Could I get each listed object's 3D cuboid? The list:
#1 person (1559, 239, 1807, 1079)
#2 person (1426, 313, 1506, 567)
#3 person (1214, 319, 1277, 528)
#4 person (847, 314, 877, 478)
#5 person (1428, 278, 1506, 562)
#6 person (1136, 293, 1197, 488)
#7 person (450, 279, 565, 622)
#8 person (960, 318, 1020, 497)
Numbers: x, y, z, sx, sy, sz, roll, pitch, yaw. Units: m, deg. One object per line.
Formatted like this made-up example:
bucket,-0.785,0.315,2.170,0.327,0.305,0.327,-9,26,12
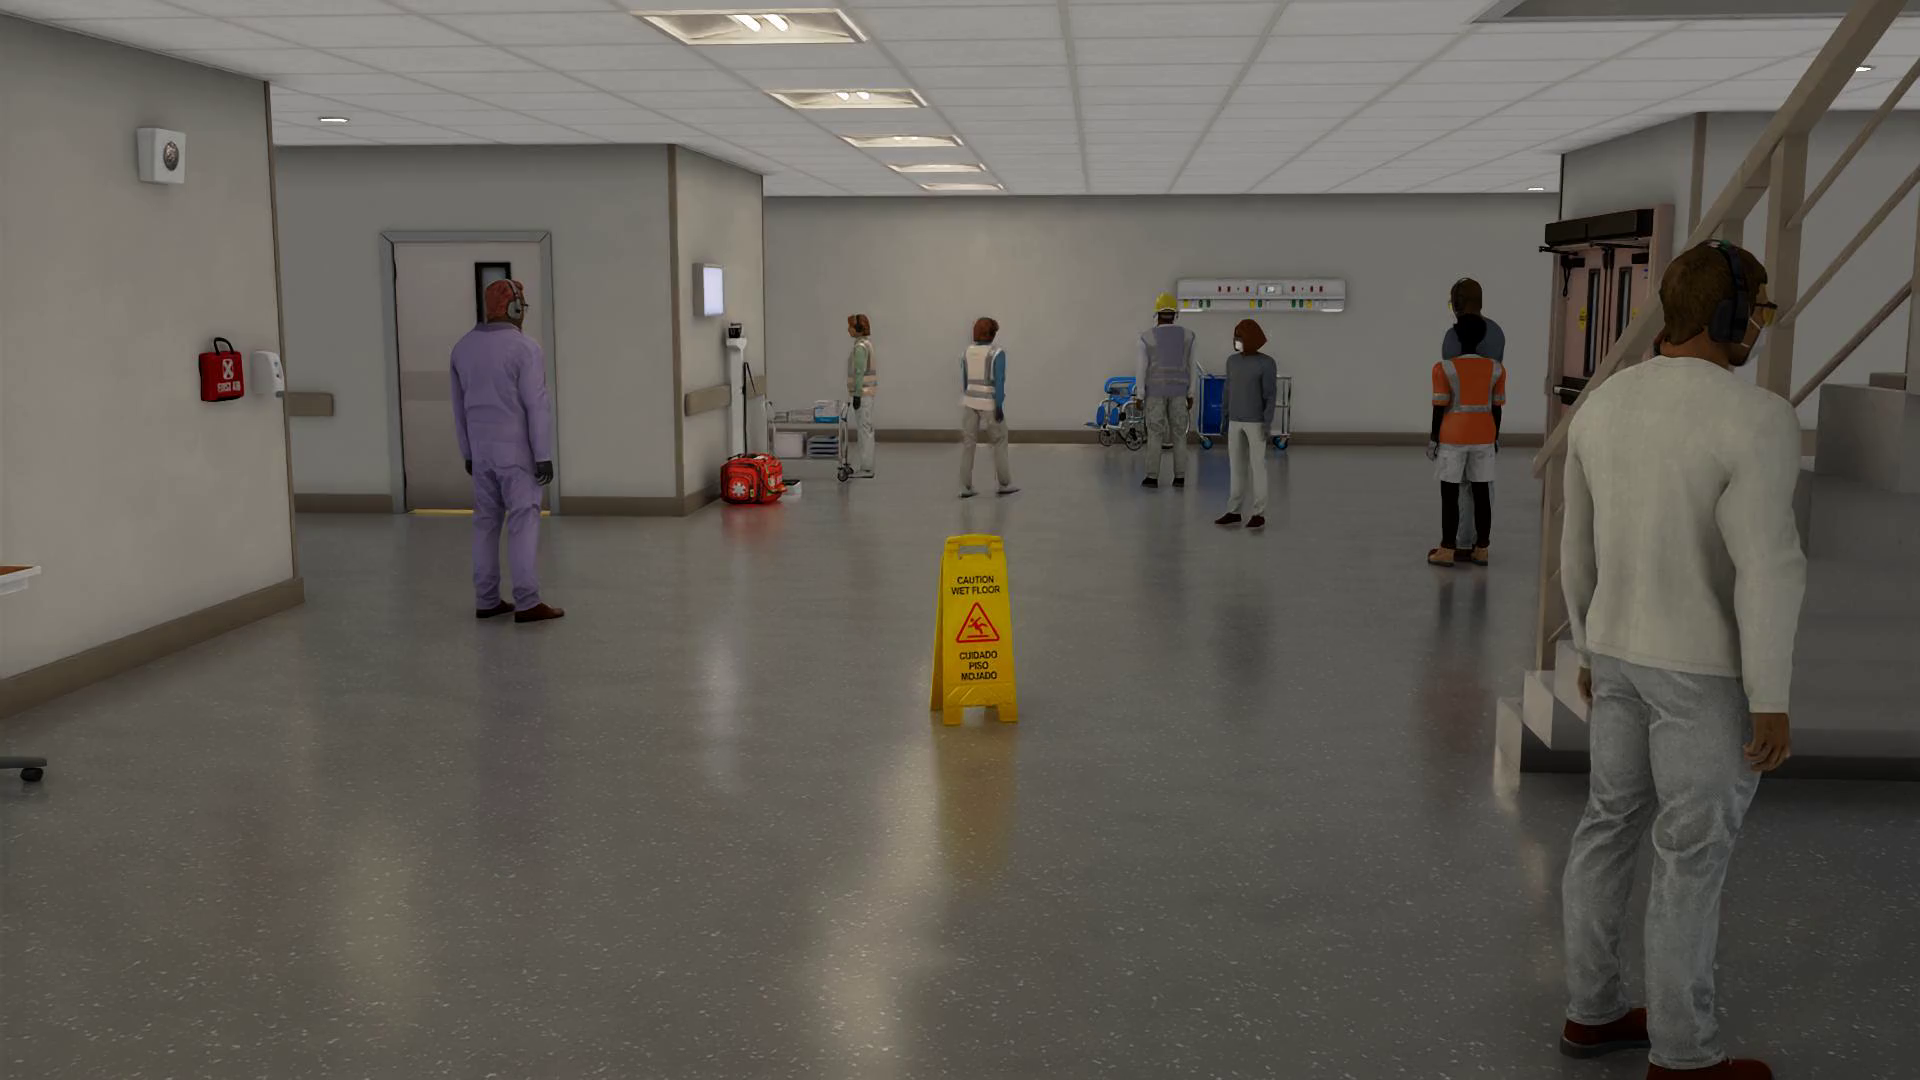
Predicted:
person,1.626,0.297,3.785,0.355,1.938,0.634,-3,9,-20
person,3.373,-0.660,11.116,0.541,1.696,0.316,-2,9,-12
person,2.242,-0.908,13.015,0.279,1.633,0.497,-7,11,-41
person,-0.977,-1.430,16.574,0.311,1.631,0.505,0,8,3
person,3.459,-0.813,11.358,0.627,1.934,0.370,-8,12,-44
person,1.935,-1.402,15.697,0.588,1.833,0.404,-1,8,-10
person,-2.515,-0.496,9.299,0.652,1.904,0.403,5,10,29
person,0.257,-1.200,15.069,0.539,1.605,0.736,7,11,40
